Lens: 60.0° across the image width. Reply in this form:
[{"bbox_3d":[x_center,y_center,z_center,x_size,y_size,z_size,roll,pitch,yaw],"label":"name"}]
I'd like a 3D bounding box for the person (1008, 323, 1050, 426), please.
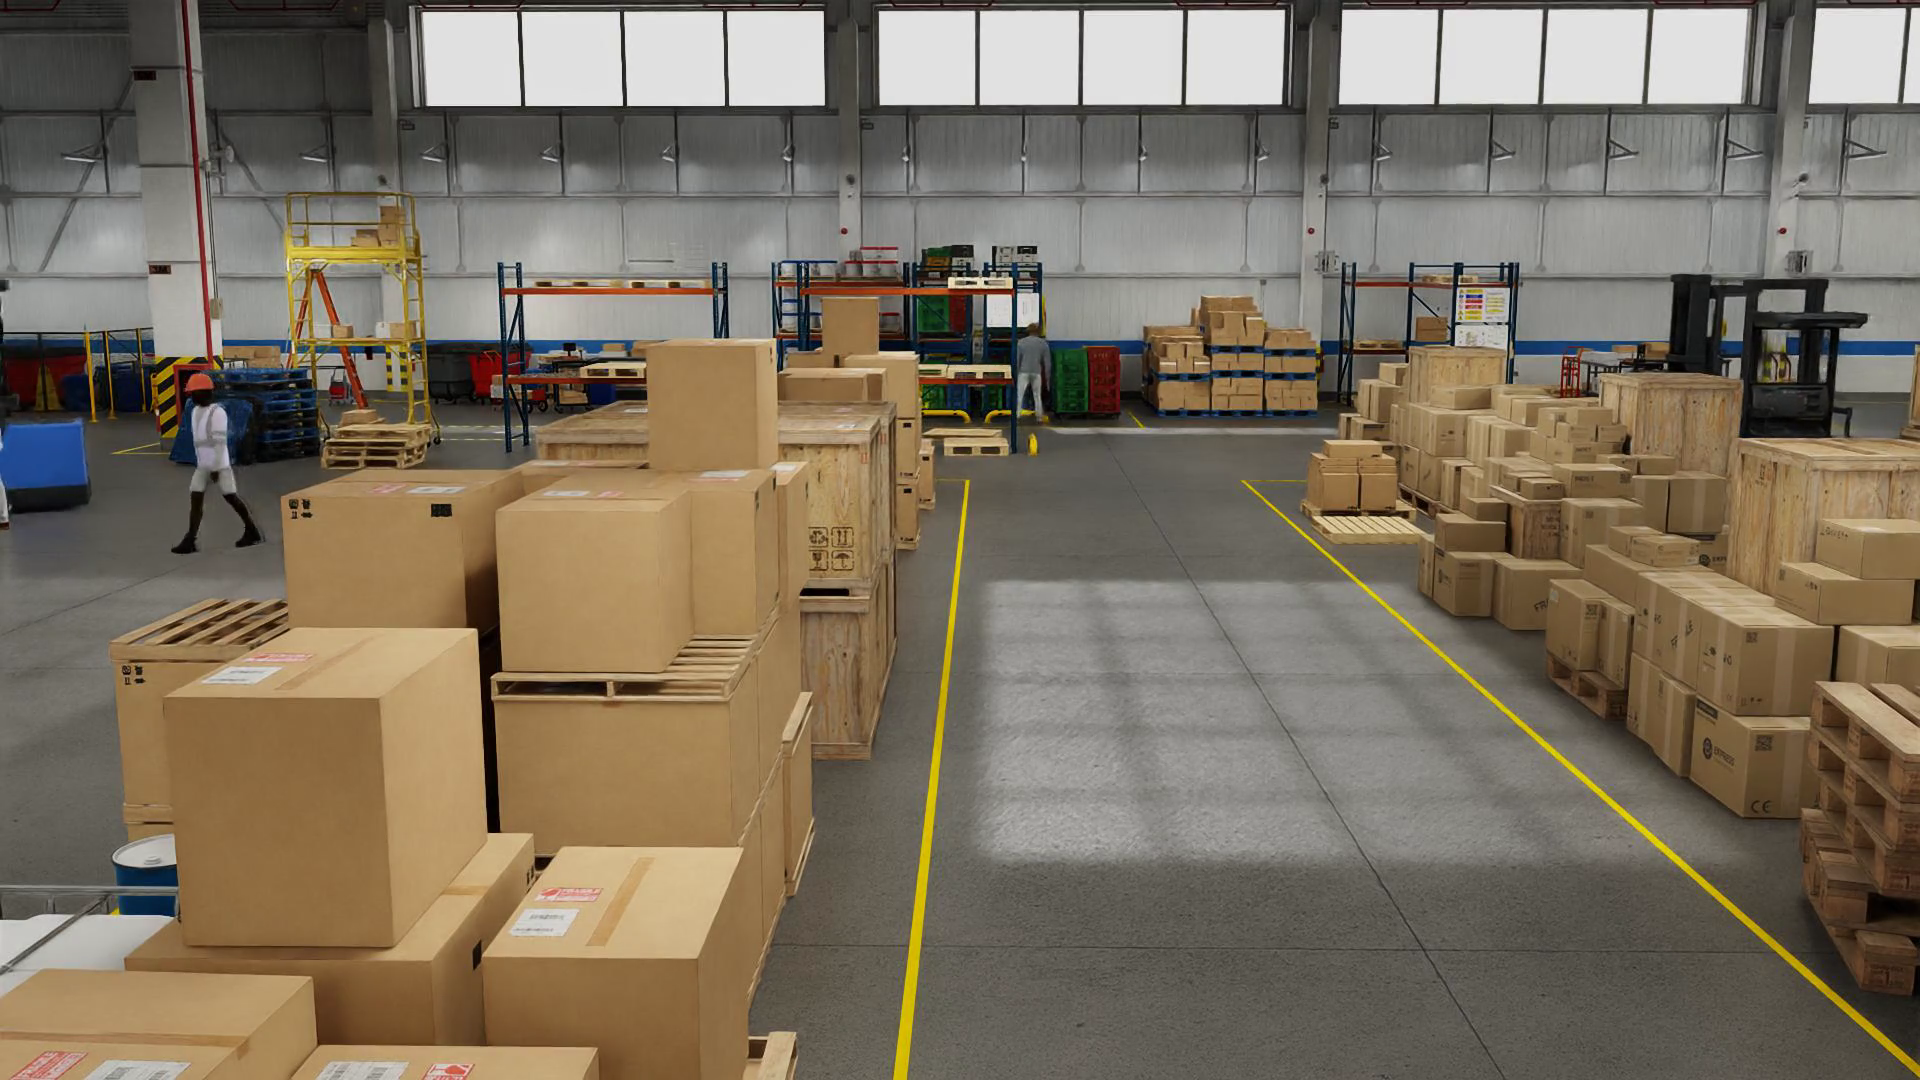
[{"bbox_3d":[1.274,-3.044,30.795,0.842,1.911,0.565,-2,10,-9],"label":"person"}]

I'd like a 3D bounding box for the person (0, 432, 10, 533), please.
[{"bbox_3d":[-10.937,-1.004,18.647,0.342,1.879,0.577,-2,10,-13],"label":"person"}]

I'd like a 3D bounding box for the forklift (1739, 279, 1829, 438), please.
[{"bbox_3d":[10.334,-1.906,21.052,1.129,2.768,1.873,0,9,0],"label":"forklift"}]

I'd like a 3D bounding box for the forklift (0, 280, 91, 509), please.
[{"bbox_3d":[-11.768,-1.774,20.264,1.873,2.768,1.129,-4,10,-25],"label":"forklift"}]

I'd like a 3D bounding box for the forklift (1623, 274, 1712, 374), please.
[{"bbox_3d":[12.755,-3.275,29.254,1.873,2.768,1.129,0,9,1],"label":"forklift"}]

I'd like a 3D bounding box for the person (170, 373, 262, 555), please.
[{"bbox_3d":[-7.867,-0.820,17.527,0.577,1.893,0.993,6,11,31],"label":"person"}]
